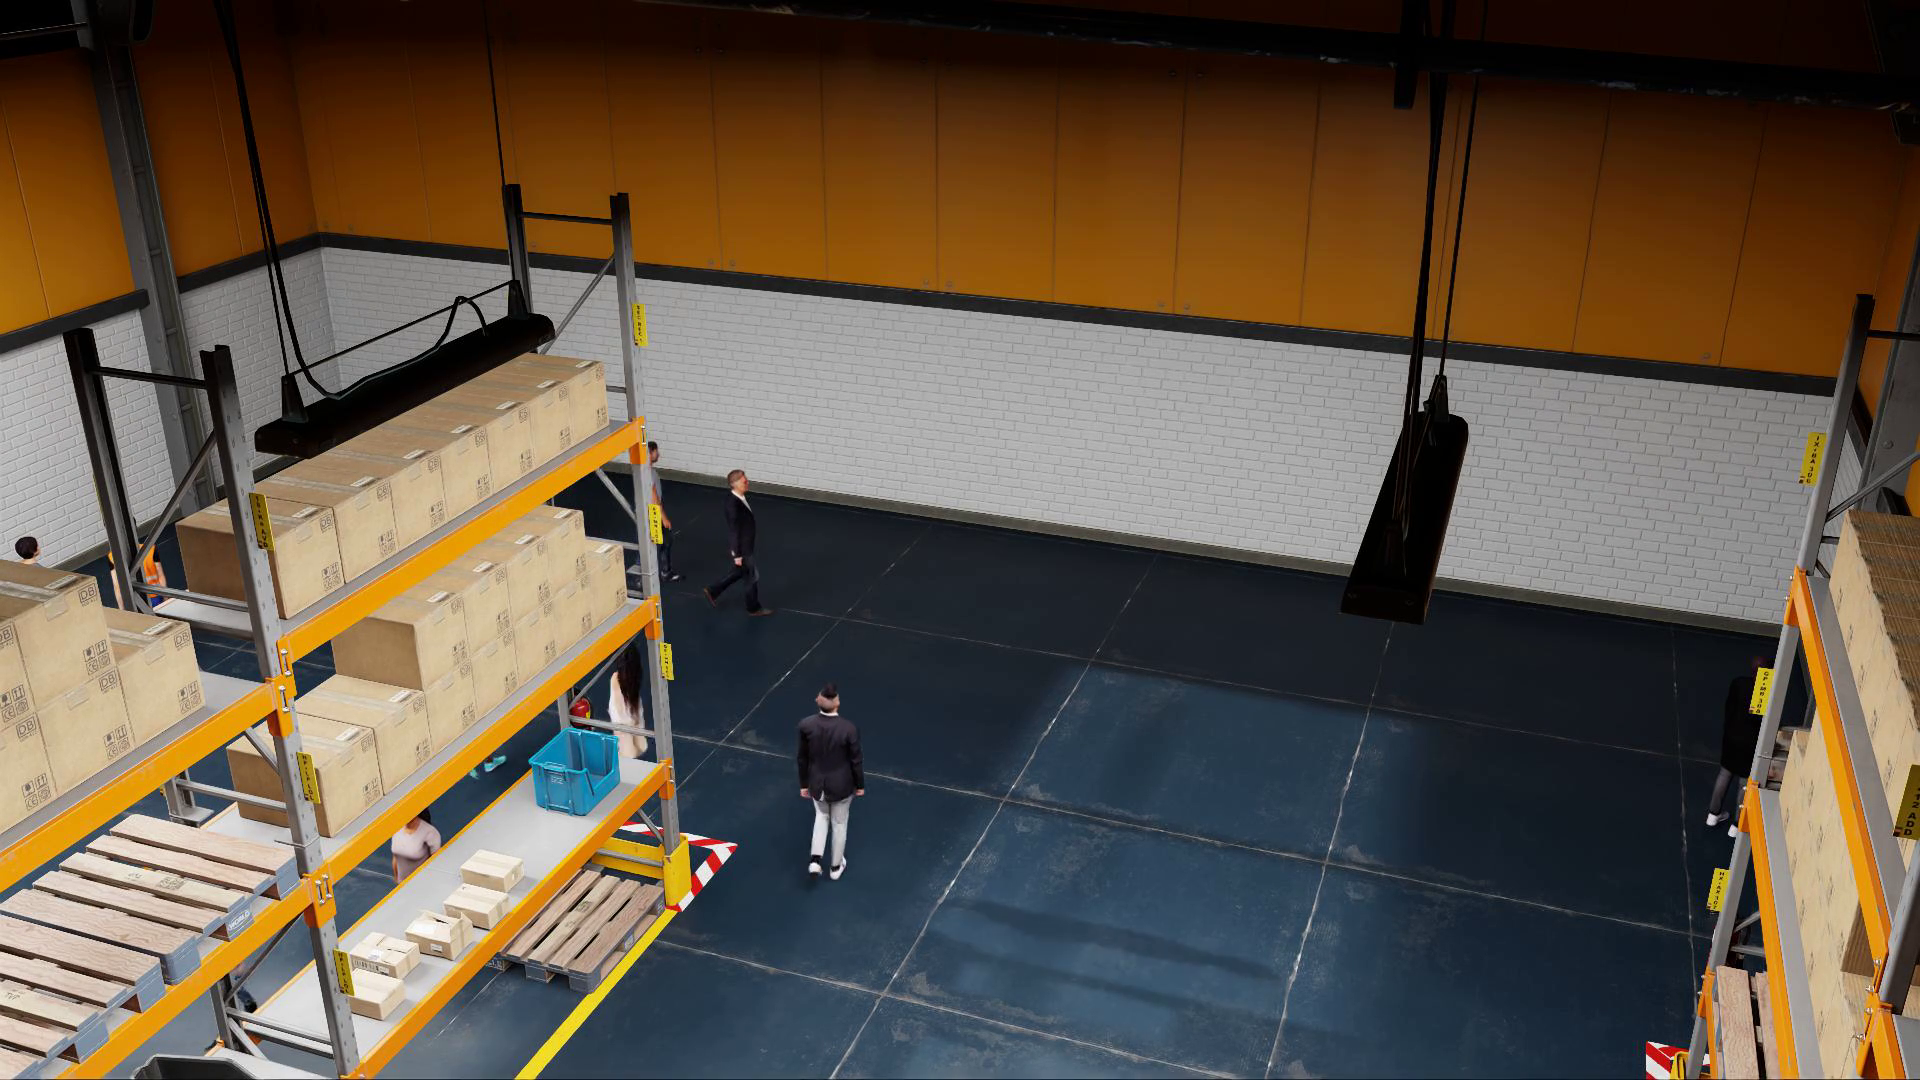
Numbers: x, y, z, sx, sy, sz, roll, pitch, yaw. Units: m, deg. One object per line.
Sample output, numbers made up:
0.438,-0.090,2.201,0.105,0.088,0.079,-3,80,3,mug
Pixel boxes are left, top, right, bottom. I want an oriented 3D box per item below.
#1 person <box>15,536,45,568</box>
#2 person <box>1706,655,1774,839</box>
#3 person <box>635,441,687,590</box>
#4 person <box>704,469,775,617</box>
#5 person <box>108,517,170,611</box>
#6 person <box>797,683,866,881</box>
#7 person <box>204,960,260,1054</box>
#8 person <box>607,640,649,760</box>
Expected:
-9.806,0.680,17.736,0.559,1.565,0.503,8,25,18,person
7.013,1.818,14.889,0.775,1.761,0.721,-11,26,-24,person
-3.751,-0.271,19.561,0.864,1.847,0.868,-2,24,-3,person
-2.565,0.040,18.916,1.013,1.793,1.086,-1,24,-3,person
-8.566,0.638,17.439,0.755,1.880,0.858,-18,29,-35,person
-1.111,2.082,14.065,0.750,1.937,0.825,5,24,12,person
-5.468,3.200,12.466,0.523,1.169,0.823,11,26,23,person
-3.197,1.617,15.488,0.696,1.649,0.775,-2,24,-4,person
